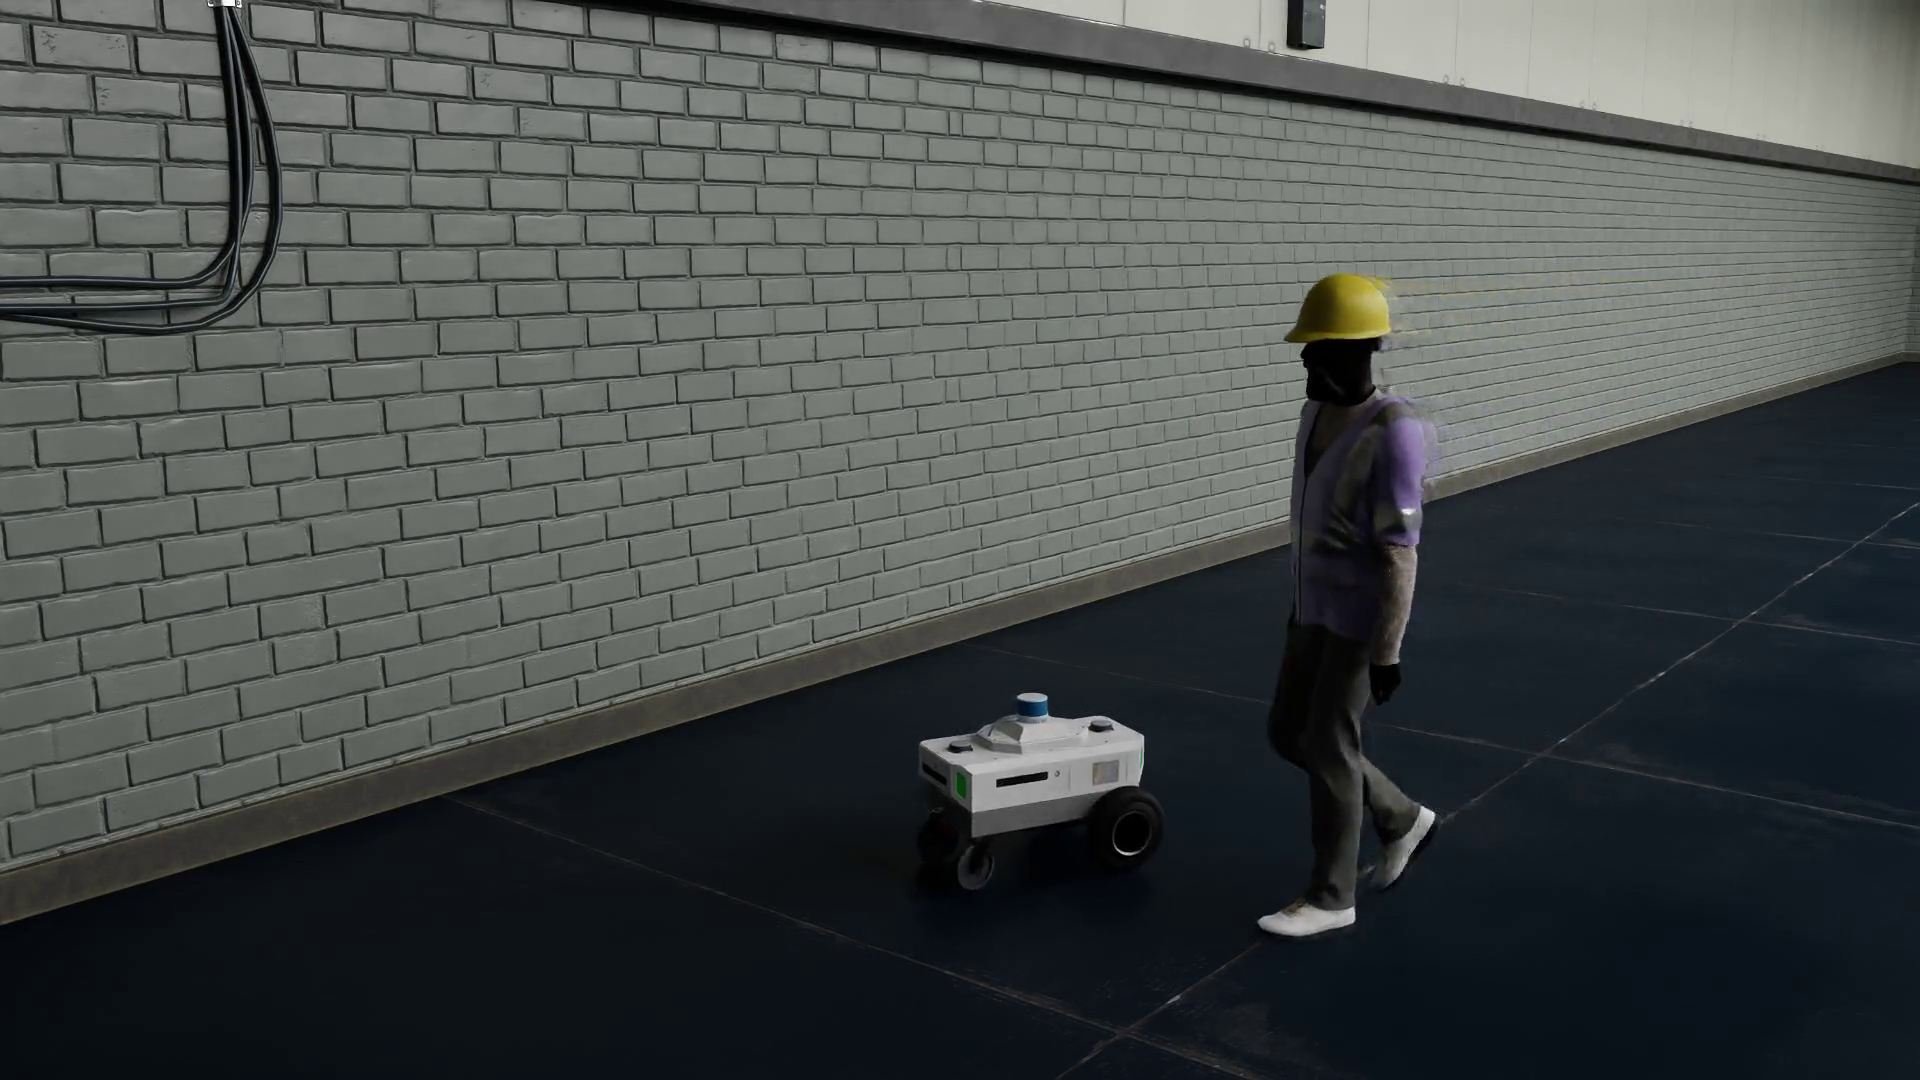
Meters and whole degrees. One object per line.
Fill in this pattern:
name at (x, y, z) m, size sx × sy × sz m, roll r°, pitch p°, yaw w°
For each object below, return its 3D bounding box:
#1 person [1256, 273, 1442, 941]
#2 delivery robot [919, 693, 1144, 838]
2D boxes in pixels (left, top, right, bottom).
person at (1.135, 0.199, 4.767) m, size 0.516 × 1.910 × 0.613 m, roll -2°, pitch 10°, yaw -12°
delivery robot at (0.231, 0.740, 5.389) m, size 0.707 × 0.478 × 0.477 m, roll -5°, pitch 11°, yaw -25°
